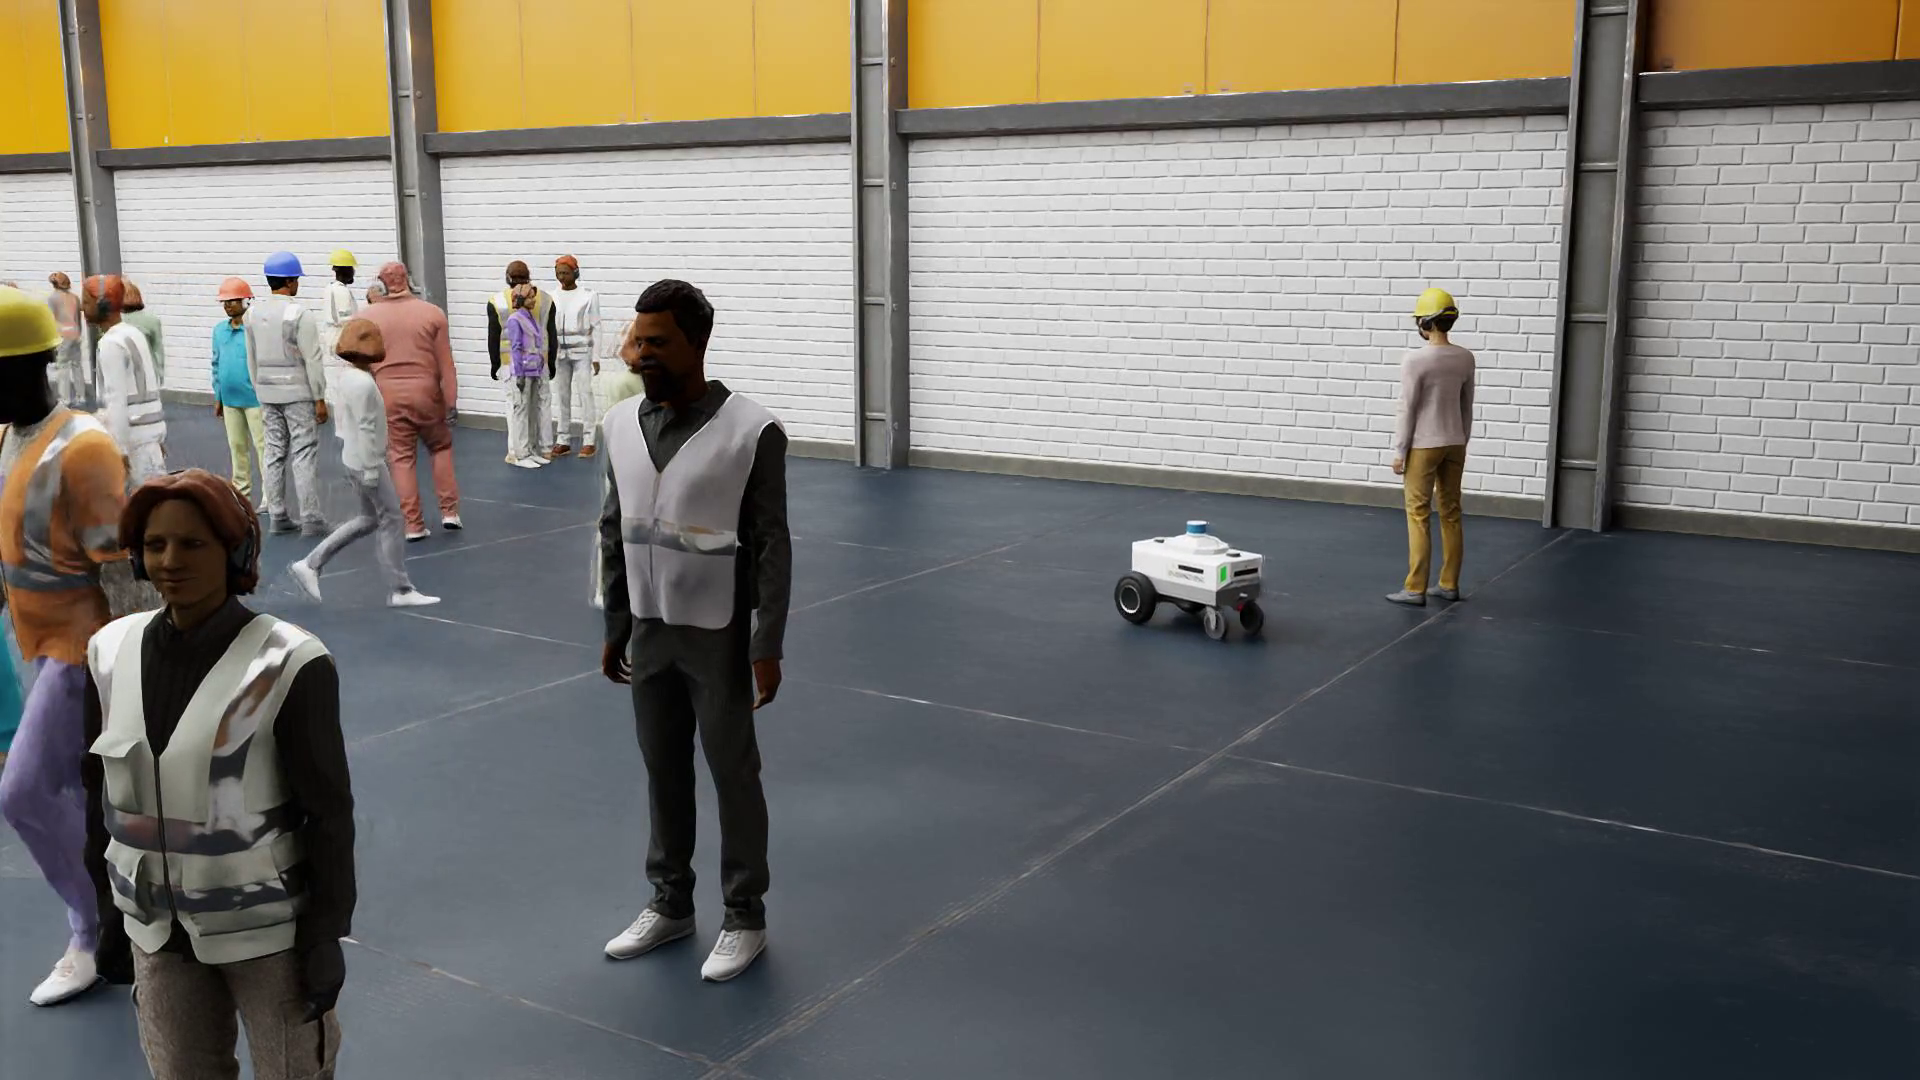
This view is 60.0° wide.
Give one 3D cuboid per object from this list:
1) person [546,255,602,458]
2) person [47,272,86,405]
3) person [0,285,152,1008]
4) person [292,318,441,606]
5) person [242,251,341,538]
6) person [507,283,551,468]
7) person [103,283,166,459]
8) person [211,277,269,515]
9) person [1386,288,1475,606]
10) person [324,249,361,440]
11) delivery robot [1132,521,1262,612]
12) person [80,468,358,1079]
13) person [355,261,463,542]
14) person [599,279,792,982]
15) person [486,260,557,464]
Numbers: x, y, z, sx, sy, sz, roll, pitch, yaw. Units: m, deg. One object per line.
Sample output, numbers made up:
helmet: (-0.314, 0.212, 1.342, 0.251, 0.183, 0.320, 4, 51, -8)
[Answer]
person: (-3.618, -1.703, 15.497, 0.584, 1.883, 0.337, 2, 11, 13)
person: (-11.008, -2.477, 20.492, 0.322, 1.630, 0.528, 2, 10, 12)
person: (-2.427, 0.283, 4.436, 0.588, 1.902, 0.601, -10, 14, -43)
person: (-3.285, -0.409, 9.107, 0.700, 1.610, 0.512, -4, 11, -23)
person: (-4.562, -0.980, 11.320, 0.605, 1.948, 0.387, 4, 11, 21)
person: (-3.871, -1.465, 14.858, 0.306, 1.640, 0.523, 1, 10, 4)
person: (-7.513, -1.517, 15.165, 0.500, 1.633, 0.284, -8, 13, -37)
person: (-5.299, -1.062, 12.309, 0.565, 1.751, 0.330, 3, 11, 17)
person: (2.616, -0.512, 9.252, 0.531, 1.760, 0.335, -5, 12, -27)
person: (-6.234, -1.977, 16.905, 0.373, 1.925, 0.590, -7, 12, -33)
delivery robot: (1.234, 0.144, 8.693, 0.477, 0.478, 0.707, -8, 13, -38)
person: (-1.296, 0.686, 2.927, 0.522, 1.645, 0.305, 3, 11, 15)
person: (-3.725, -0.939, 11.289, 0.664, 1.877, 0.609, -1, 10, -6)
person: (-0.737, 0.246, 4.605, 0.600, 1.917, 0.376, 5, 12, 27)
person: (-3.970, -1.608, 15.103, 0.623, 1.841, 0.430, -5, 11, -25)
